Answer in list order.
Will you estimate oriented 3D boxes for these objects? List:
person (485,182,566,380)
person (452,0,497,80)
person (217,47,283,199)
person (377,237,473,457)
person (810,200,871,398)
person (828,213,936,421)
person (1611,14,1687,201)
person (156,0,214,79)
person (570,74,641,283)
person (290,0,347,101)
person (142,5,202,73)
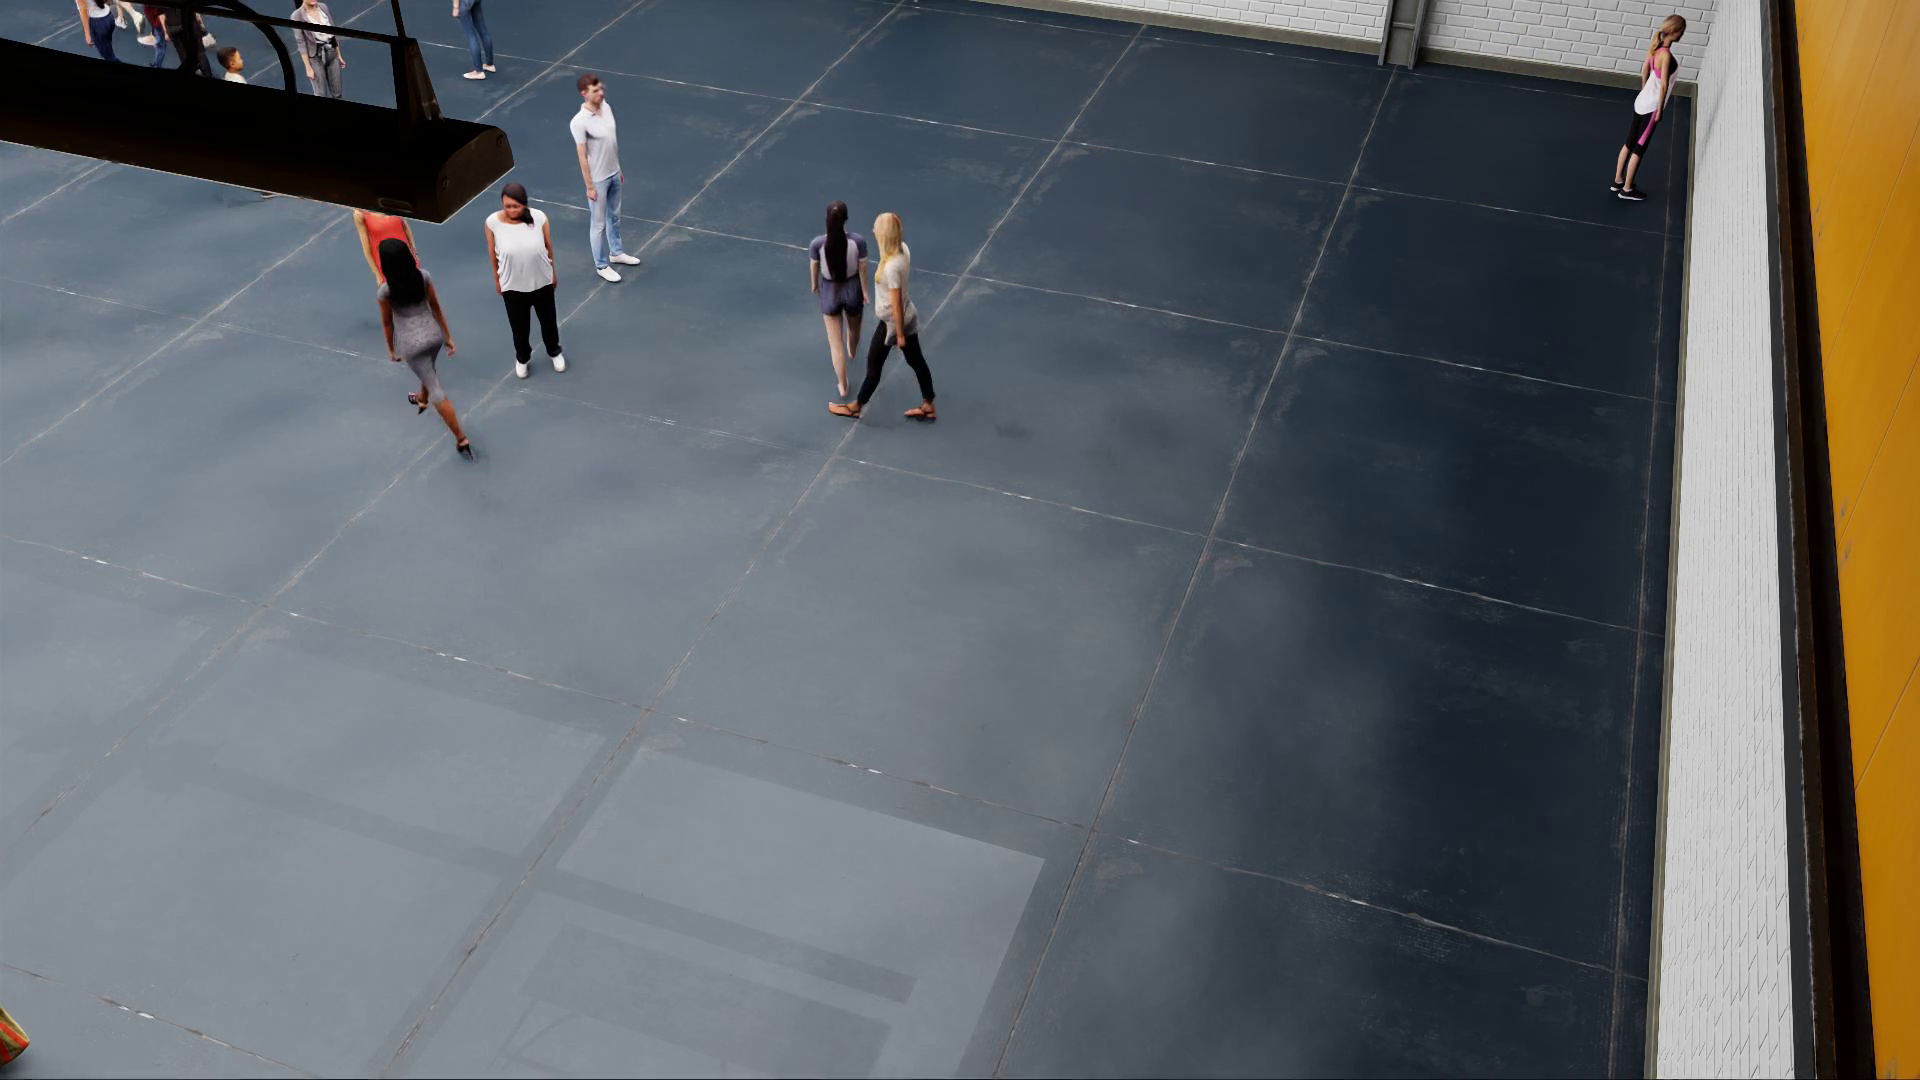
[{"bbox_3d":[-3.493,-2.113,13.428,0.739,1.687,0.826,-10,40,-13],"label":"person"},{"bbox_3d":[-5.368,-5.902,18.140,0.509,1.727,0.581,15,41,18],"label":"person"},{"bbox_3d":[-6.863,-4.024,16.001,0.691,1.463,0.577,-29,47,-31],"label":"person"},{"bbox_3d":[-3.992,-1.396,12.504,0.950,1.720,1.242,-30,47,-32],"label":"person"},{"bbox_3d":[-0.936,-1.872,13.183,1.013,1.616,0.940,-4,39,-5],"label":"person"},{"bbox_3d":[-0.384,-1.666,12.785,1.104,1.792,0.734,6,39,7],"label":"person"},{"bbox_3d":[6.566,-4.132,15.877,0.656,1.787,0.677,-2,39,-3],"label":"person"},{"bbox_3d":[-8.218,-5.411,17.606,0.840,1.627,0.928,-23,44,-26],"label":"person"},{"bbox_3d":[-3.166,-3.216,14.678,0.548,1.851,0.655,16,41,19],"label":"person"},{"bbox_3d":[-6.470,-4.848,16.860,0.657,1.678,0.668,22,43,25],"label":"person"},{"bbox_3d":[-8.668,-5.672,18.252,0.958,1.229,0.756,-2,39,-3],"label":"person"}]
